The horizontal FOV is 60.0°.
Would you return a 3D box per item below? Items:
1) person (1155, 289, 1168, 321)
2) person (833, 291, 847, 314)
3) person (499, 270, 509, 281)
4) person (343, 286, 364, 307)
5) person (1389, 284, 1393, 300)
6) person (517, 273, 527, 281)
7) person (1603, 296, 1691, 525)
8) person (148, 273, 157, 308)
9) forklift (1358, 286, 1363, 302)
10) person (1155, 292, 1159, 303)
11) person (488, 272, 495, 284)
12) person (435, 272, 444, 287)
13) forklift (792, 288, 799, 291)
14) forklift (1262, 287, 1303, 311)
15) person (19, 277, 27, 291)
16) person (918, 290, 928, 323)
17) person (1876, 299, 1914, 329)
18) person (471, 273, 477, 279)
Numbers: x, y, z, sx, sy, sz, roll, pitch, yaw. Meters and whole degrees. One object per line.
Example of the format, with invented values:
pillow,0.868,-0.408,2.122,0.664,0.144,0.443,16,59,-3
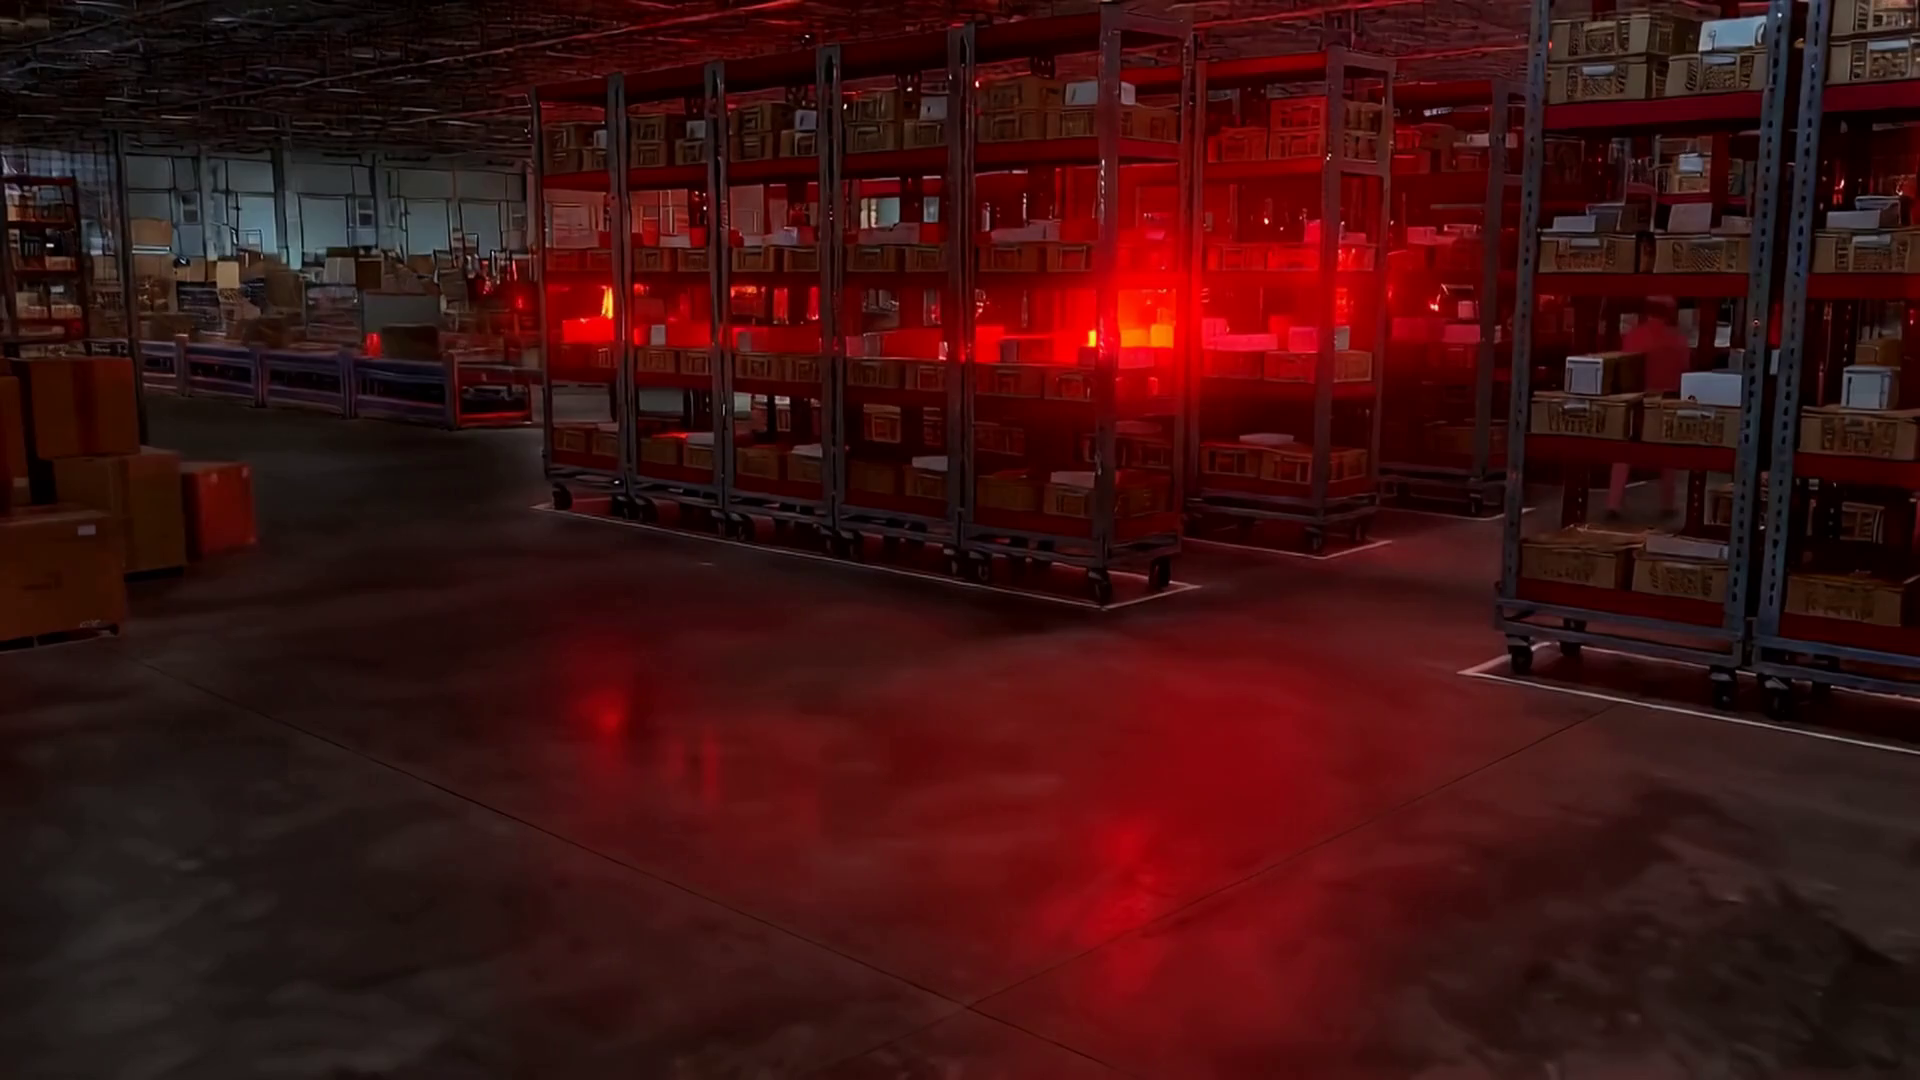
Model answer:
person,3.048,-2.850,24.828,0.524,1.769,0.309,6,11,31
person,-1.403,-2.152,20.380,0.665,1.824,0.568,-7,12,-36
person,-23.392,-12.893,85.562,0.542,2.000,0.708,-8,12,-39
person,-18.082,-6.988,49.629,0.628,1.966,0.869,-3,10,-19
person,13.098,-6.975,50.147,0.431,1.750,0.546,8,12,39
person,-21.430,-12.127,81.391,0.535,1.868,0.309,-4,10,-25
person,5.607,-1.096,13.526,0.606,1.952,1.018,9,13,43
person,-34.577,-10.486,71.279,0.352,1.885,0.575,-6,11,-33
forklift,11.100,-7.017,46.970,1.873,2.768,1.129,9,13,43
person,6.629,-7.916,55.970,0.848,1.725,0.554,-1,9,-4
person,-25.790,-13.830,91.621,0.379,1.940,0.629,-3,10,-20
person,-19.443,-9.045,62.284,0.375,1.935,0.550,-8,12,-39
forklift,-7.525,-11.921,77.034,1.873,2.768,1.129,9,13,43
forklift,10.769,-8.203,54.240,1.129,2.768,1.873,8,12,42
person,-34.809,-8.978,62.052,0.549,1.893,1.005,4,10,22
person,-1.021,-5.630,41.710,0.403,1.821,0.602,-4,10,-24
person,10.203,-1.848,17.957,0.416,2.008,0.654,-8,12,-39
person,-18.908,-9.320,64.042,0.767,1.925,0.476,1,9,7
